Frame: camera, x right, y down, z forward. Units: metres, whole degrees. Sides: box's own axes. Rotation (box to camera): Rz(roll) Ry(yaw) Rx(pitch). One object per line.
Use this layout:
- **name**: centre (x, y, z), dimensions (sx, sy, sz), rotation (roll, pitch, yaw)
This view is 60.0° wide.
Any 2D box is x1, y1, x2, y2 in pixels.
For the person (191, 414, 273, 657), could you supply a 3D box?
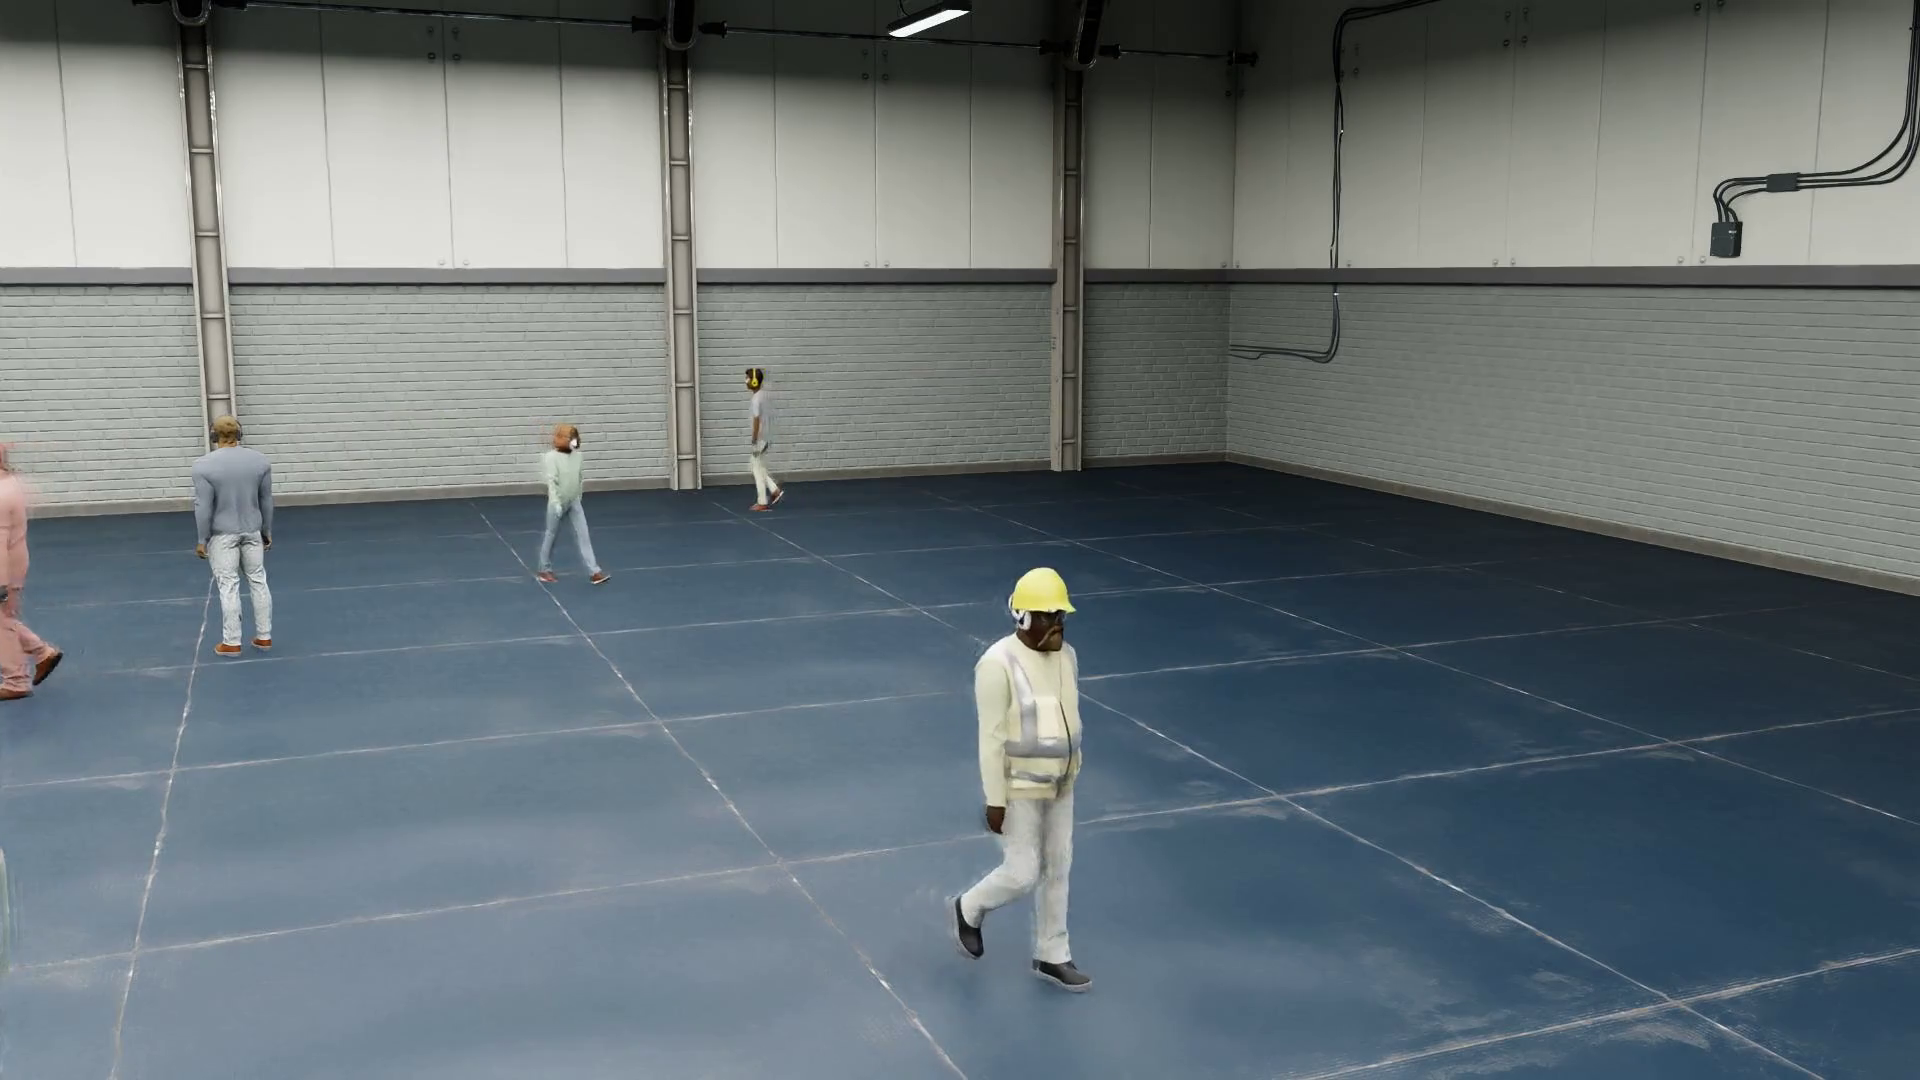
- **person**: centre (-5.790, -0.037, 13.280), dimensions (0.369, 1.936, 0.630), rotation (8, 12, 41)

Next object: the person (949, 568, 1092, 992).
- **person**: centre (0.283, 1.006, 7.092), dimensions (0.592, 1.820, 0.606), rotation (8, 12, 42)

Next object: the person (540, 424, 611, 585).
- **person**: centre (-3.839, -0.340, 16.284), dimensions (0.879, 1.582, 0.510), rotation (7, 11, 36)

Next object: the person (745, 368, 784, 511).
- **person**: centre (-2.576, -1.281, 21.343), dimensions (0.434, 1.854, 0.546), rotation (1, 9, 8)

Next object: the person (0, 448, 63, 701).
- **person**: centre (-6.817, 0.210, 11.853), dimensions (0.481, 1.890, 0.659), rotation (-4, 10, -21)
